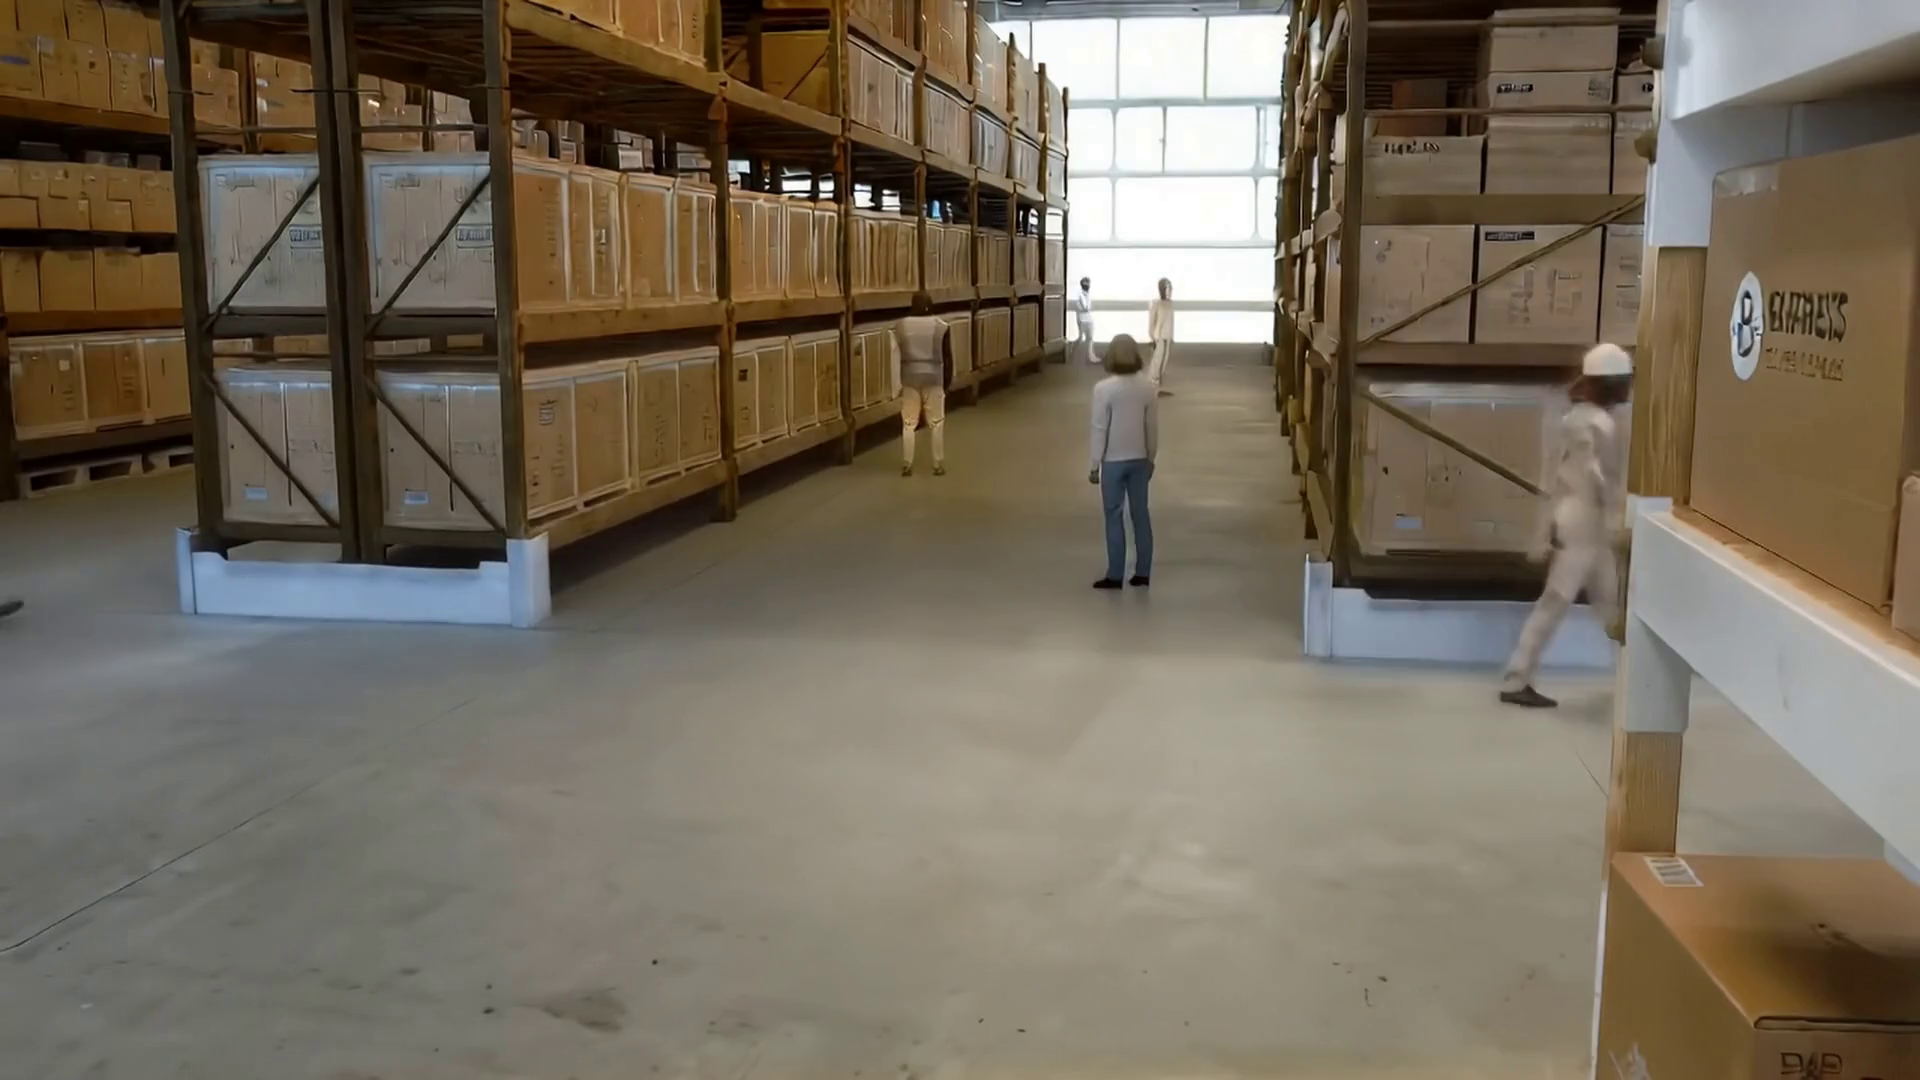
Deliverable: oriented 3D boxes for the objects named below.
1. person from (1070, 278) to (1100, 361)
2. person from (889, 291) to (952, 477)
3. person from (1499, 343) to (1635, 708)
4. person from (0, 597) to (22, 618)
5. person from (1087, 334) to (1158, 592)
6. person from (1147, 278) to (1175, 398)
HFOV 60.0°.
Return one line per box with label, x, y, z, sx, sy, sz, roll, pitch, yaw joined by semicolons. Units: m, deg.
person;2.774;-5.014;37.837;0.796;1.909;0.565;7;11;36
person;-0.385;-1.537;16.457;0.624;1.838;0.430;1;9;4
person;2.952;-0.050;7.672;0.910;1.696;0.494;1;9;8
person;-5.901;-0.397;9.320;1.004;1.851;0.676;1;9;6
person;1.035;-0.484;10.564;0.519;1.634;0.267;-5;11;-31
person;3.259;-3.258;26.869;0.377;1.930;0.635;8;12;39
